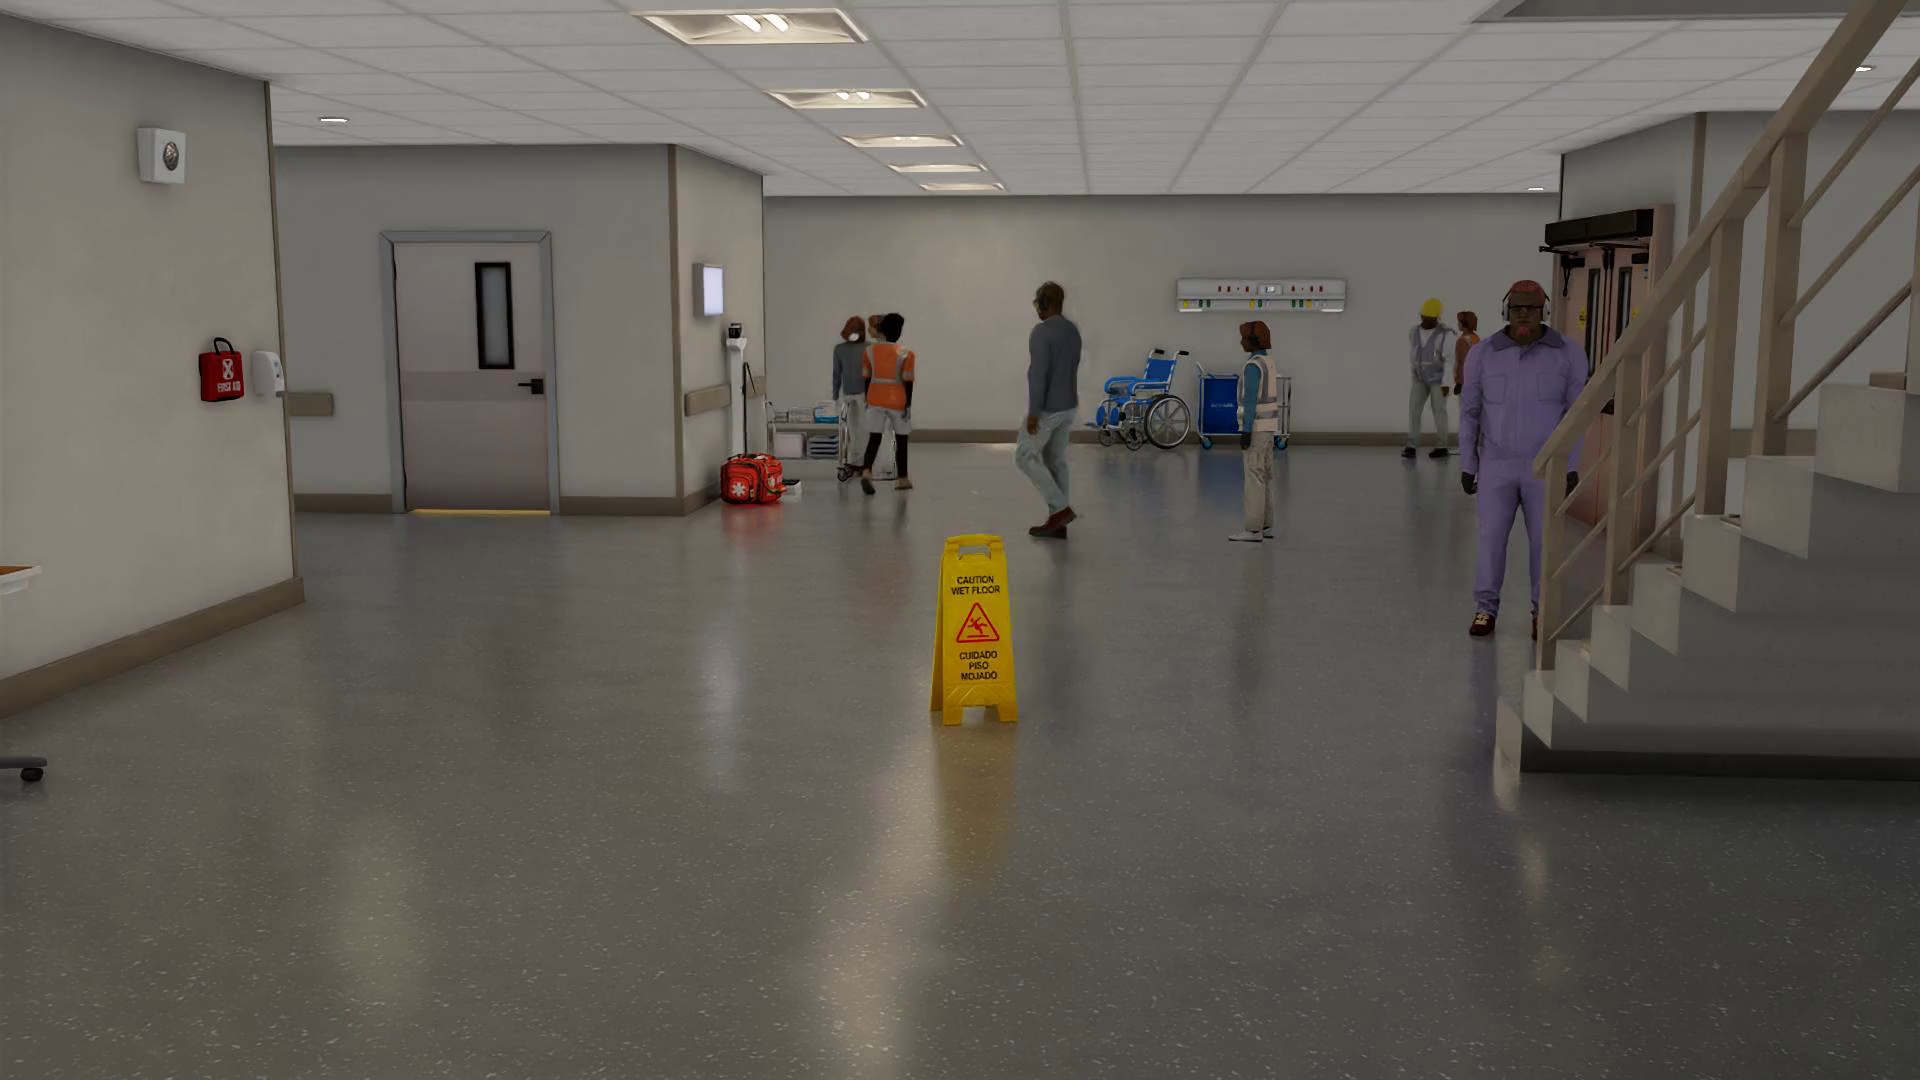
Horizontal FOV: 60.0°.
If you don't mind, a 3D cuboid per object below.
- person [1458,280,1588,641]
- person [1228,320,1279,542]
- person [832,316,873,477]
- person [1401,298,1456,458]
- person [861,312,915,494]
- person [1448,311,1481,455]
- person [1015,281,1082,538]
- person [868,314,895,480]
[{"bbox_3d":[2.953,-0.413,8.781,0.634,1.900,0.398,3,9,21],"label":"person"},{"bbox_3d":[2.196,-0.802,12.308,0.319,1.631,0.518,4,9,24],"label":"person"},{"bbox_3d":[-1.046,-1.439,16.688,0.584,1.604,0.539,4,9,26],"label":"person"},{"bbox_3d":[5.186,-1.776,18.392,0.831,1.780,0.614,-8,12,-43],"label":"person"},{"bbox_3d":[-0.680,-1.252,15.257,0.550,1.664,0.817,3,9,18],"label":"person"},{"bbox_3d":[5.758,-1.779,18.908,0.315,1.641,0.515,6,10,35],"label":"person"},{"bbox_3d":[0.660,-0.957,12.377,0.436,1.918,0.642,5,10,30],"label":"person"},{"bbox_3d":[-0.762,-1.399,16.370,0.313,1.632,0.518,0,8,-2],"label":"person"}]
